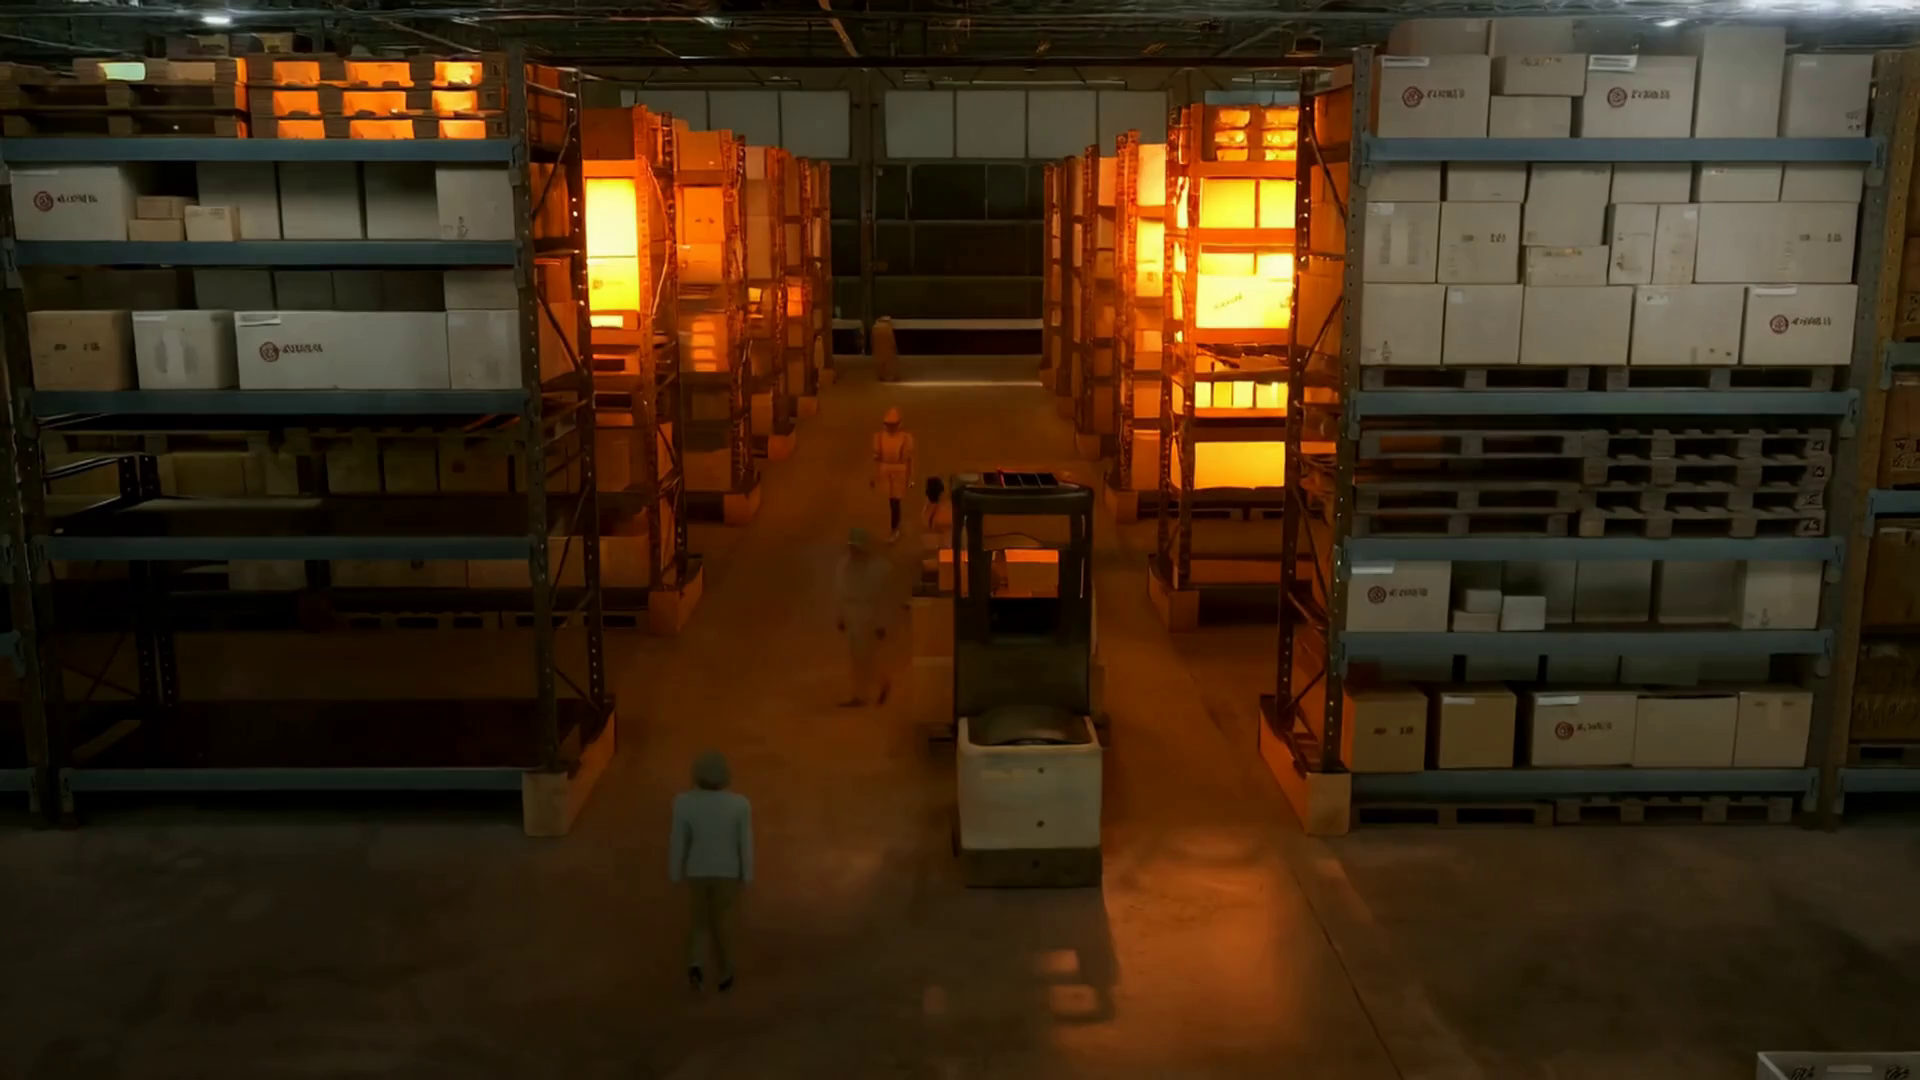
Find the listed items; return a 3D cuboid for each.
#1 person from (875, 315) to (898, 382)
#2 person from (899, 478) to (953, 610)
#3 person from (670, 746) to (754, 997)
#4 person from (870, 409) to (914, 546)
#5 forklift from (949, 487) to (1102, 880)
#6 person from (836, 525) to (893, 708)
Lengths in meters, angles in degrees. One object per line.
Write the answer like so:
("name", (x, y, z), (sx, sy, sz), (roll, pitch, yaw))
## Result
("person", (-2.010, -5.406, 47.001), (0.959, 1.861, 0.667), (9, 15, 38))
("person", (-0.362, 0.068, 20.370), (0.834, 1.654, 0.550), (-8, 14, -33))
("person", (-1.556, 2.106, 10.400), (0.514, 1.615, 0.467), (0, 11, 2))
("person", (-0.998, -0.954, 24.679), (0.622, 1.989, 1.078), (3, 12, 16))
("forklift", (0.495, 0.986, 12.813), (1.129, 2.768, 1.873), (0, 11, -2))
("person", (-0.962, 0.765, 16.367), (0.467, 1.890, 0.734), (-9, 15, -39))
